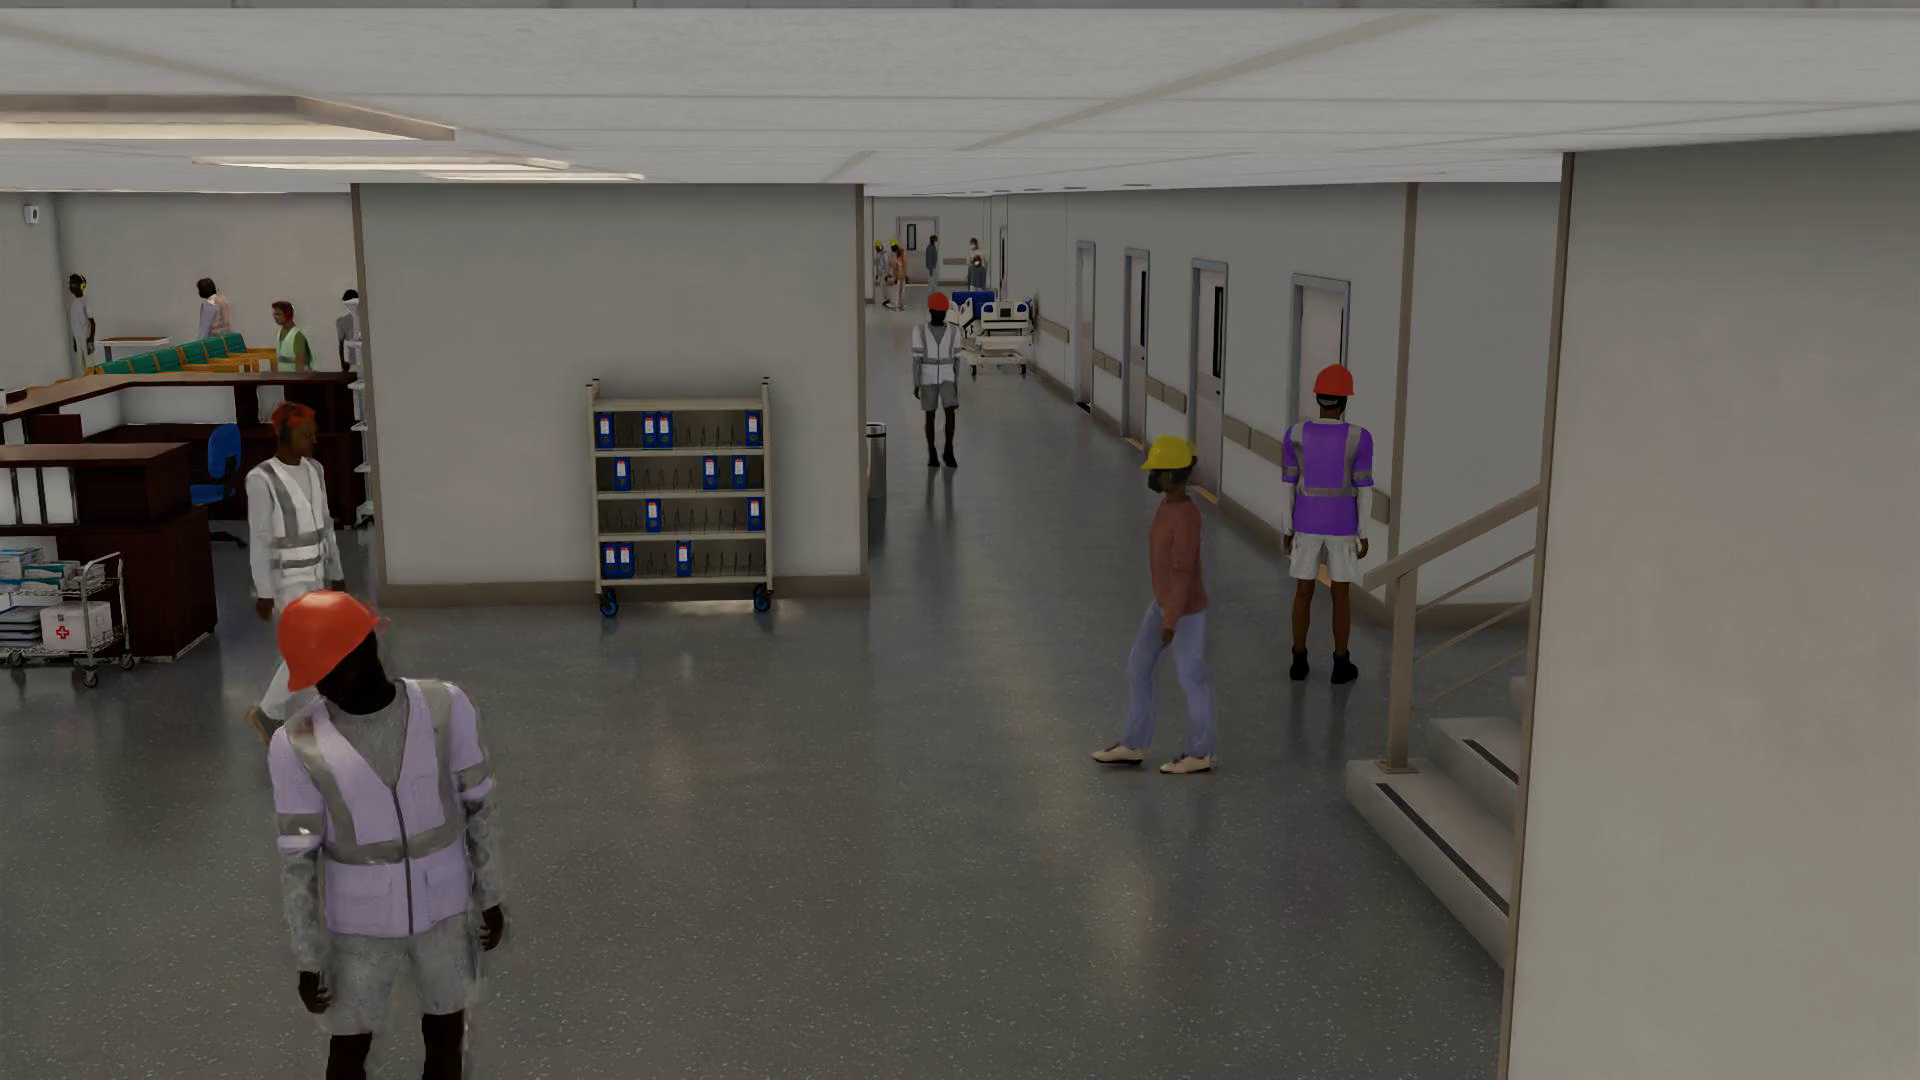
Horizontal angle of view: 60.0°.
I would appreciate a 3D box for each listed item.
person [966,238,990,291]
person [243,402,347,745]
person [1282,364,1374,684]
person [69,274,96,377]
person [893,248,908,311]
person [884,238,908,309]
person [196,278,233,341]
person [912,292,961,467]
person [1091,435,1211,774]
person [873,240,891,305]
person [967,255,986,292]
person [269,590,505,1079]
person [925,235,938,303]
[{"bbox_3d":[0.478,-7.329,45.604,0.633,1.862,1.006,7,13,29],"label":"person"},{"bbox_3d":[-3.476,0.207,8.761,0.404,1.870,0.591,2,12,10],"label":"person"},{"bbox_3d":[2.217,-0.092,10.064,0.547,1.937,0.363,5,12,22],"label":"person"},{"bbox_3d":[-12.431,-2.823,23.560,0.532,1.876,0.321,9,14,37],"label":"person"},{"bbox_3d":[-1.575,-6.859,43.852,0.307,1.645,0.520,9,14,36],"label":"person"},{"bbox_3d":[-1.768,-7.134,44.607,0.614,1.873,0.955,11,16,44],"label":"person"},{"bbox_3d":[-10.608,-2.815,23.686,0.523,1.808,0.653,-2,12,-8],"label":"person"},{"bbox_3d":[-0.247,-1.729,18.128,0.550,1.917,0.594,-2,12,-9],"label":"person"},{"bbox_3d":[0.968,0.345,8.381,0.711,1.741,0.547,-2,12,-9],"label":"person"},{"bbox_3d":[-2.155,-7.421,46.238,0.472,1.792,0.671,-6,13,-26],"label":"person"},{"bbox_3d":[0.395,-6.144,40.497,0.502,1.579,0.820,2,12,11],"label":"person"},{"bbox_3d":[-1.612,1.037,4.662,0.630,1.898,0.483,-7,13,-29],"label":"person"},{"bbox_3d":[-0.789,-7.686,47.212,0.386,1.928,0.636,2,12,8],"label":"person"}]
